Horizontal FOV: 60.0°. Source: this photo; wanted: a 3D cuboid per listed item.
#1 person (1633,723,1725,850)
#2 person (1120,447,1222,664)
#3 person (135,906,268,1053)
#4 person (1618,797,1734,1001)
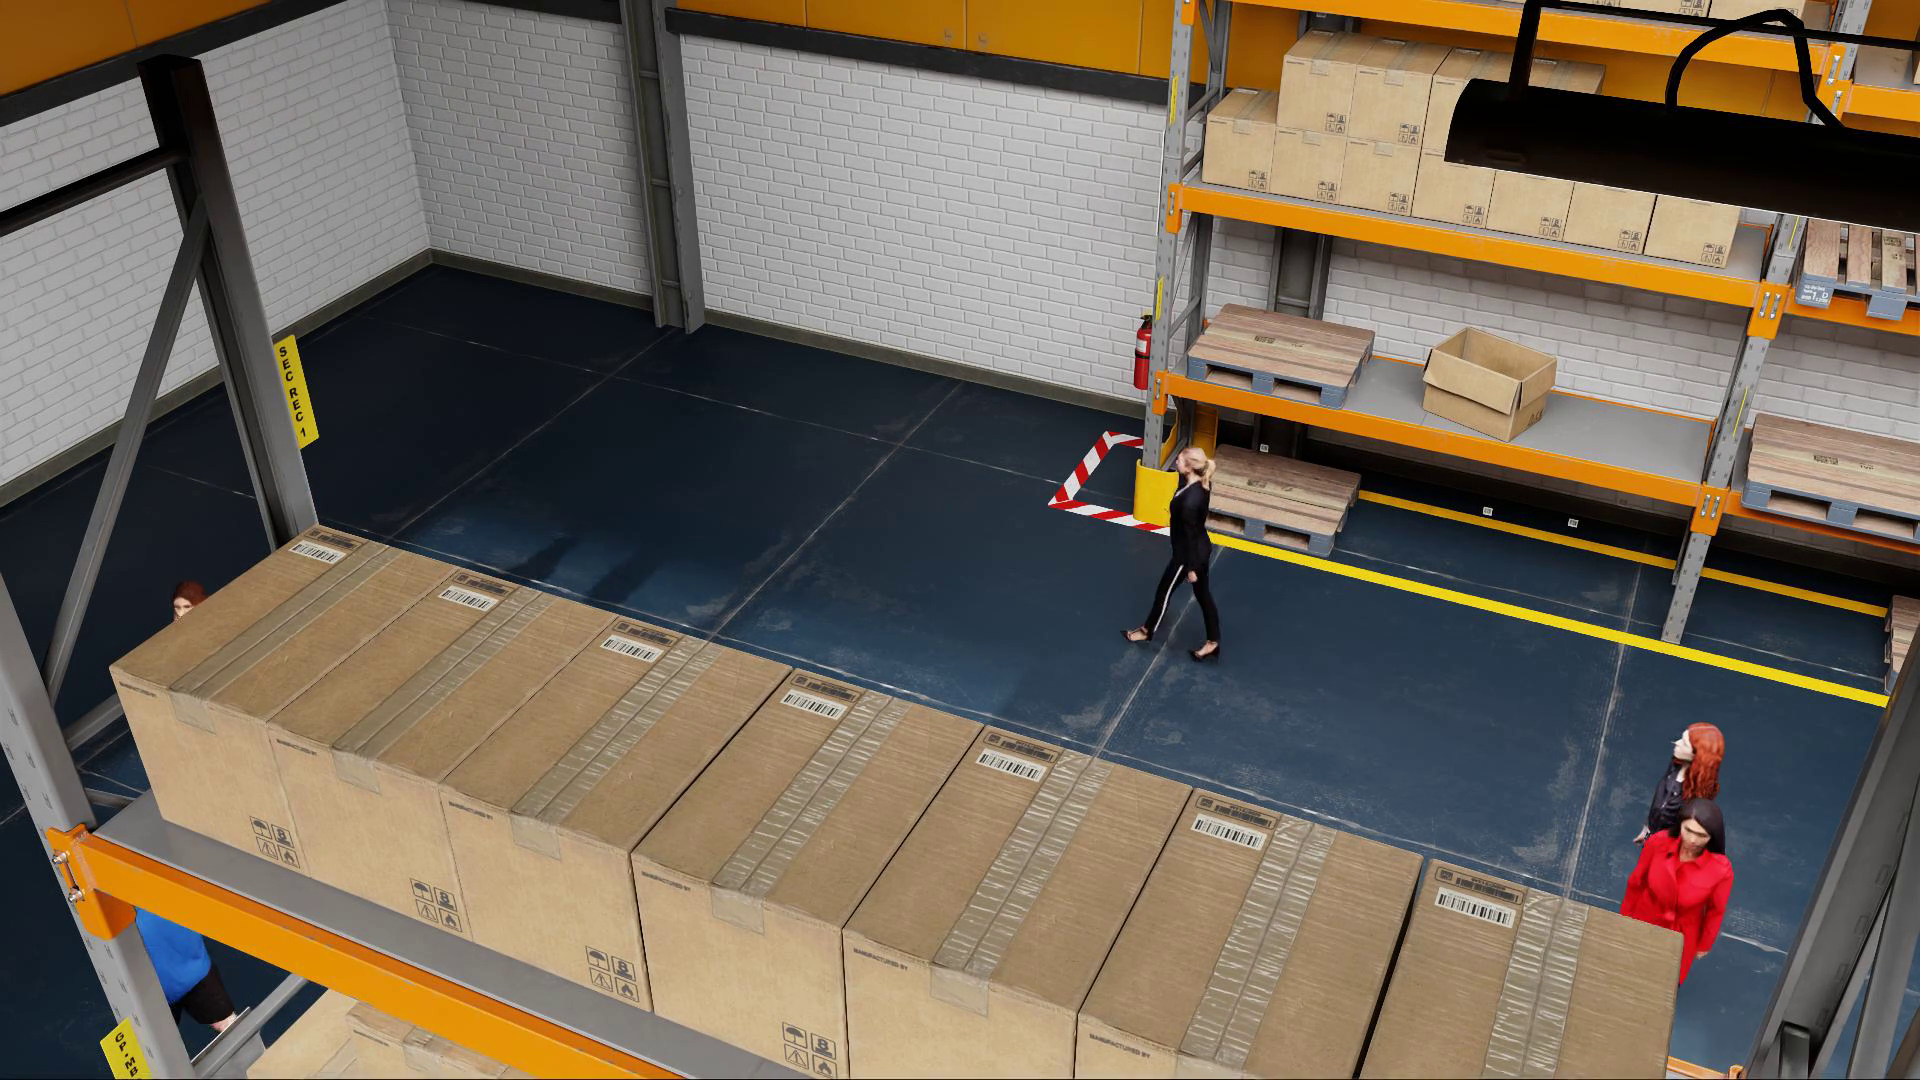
[{"bbox_3d":[3.792,1.685,8.950,0.622,1.786,0.630,6,34,8],"label":"person"},{"bbox_3d":[1.661,0.144,11.372,0.938,1.673,0.609,16,37,23],"label":"person"},{"bbox_3d":[-3.800,2.162,8.188,1.159,1.836,0.659,15,36,21],"label":"person"},{"bbox_3d":[3.644,1.968,8.567,0.762,1.740,0.787,26,41,33],"label":"person"}]
